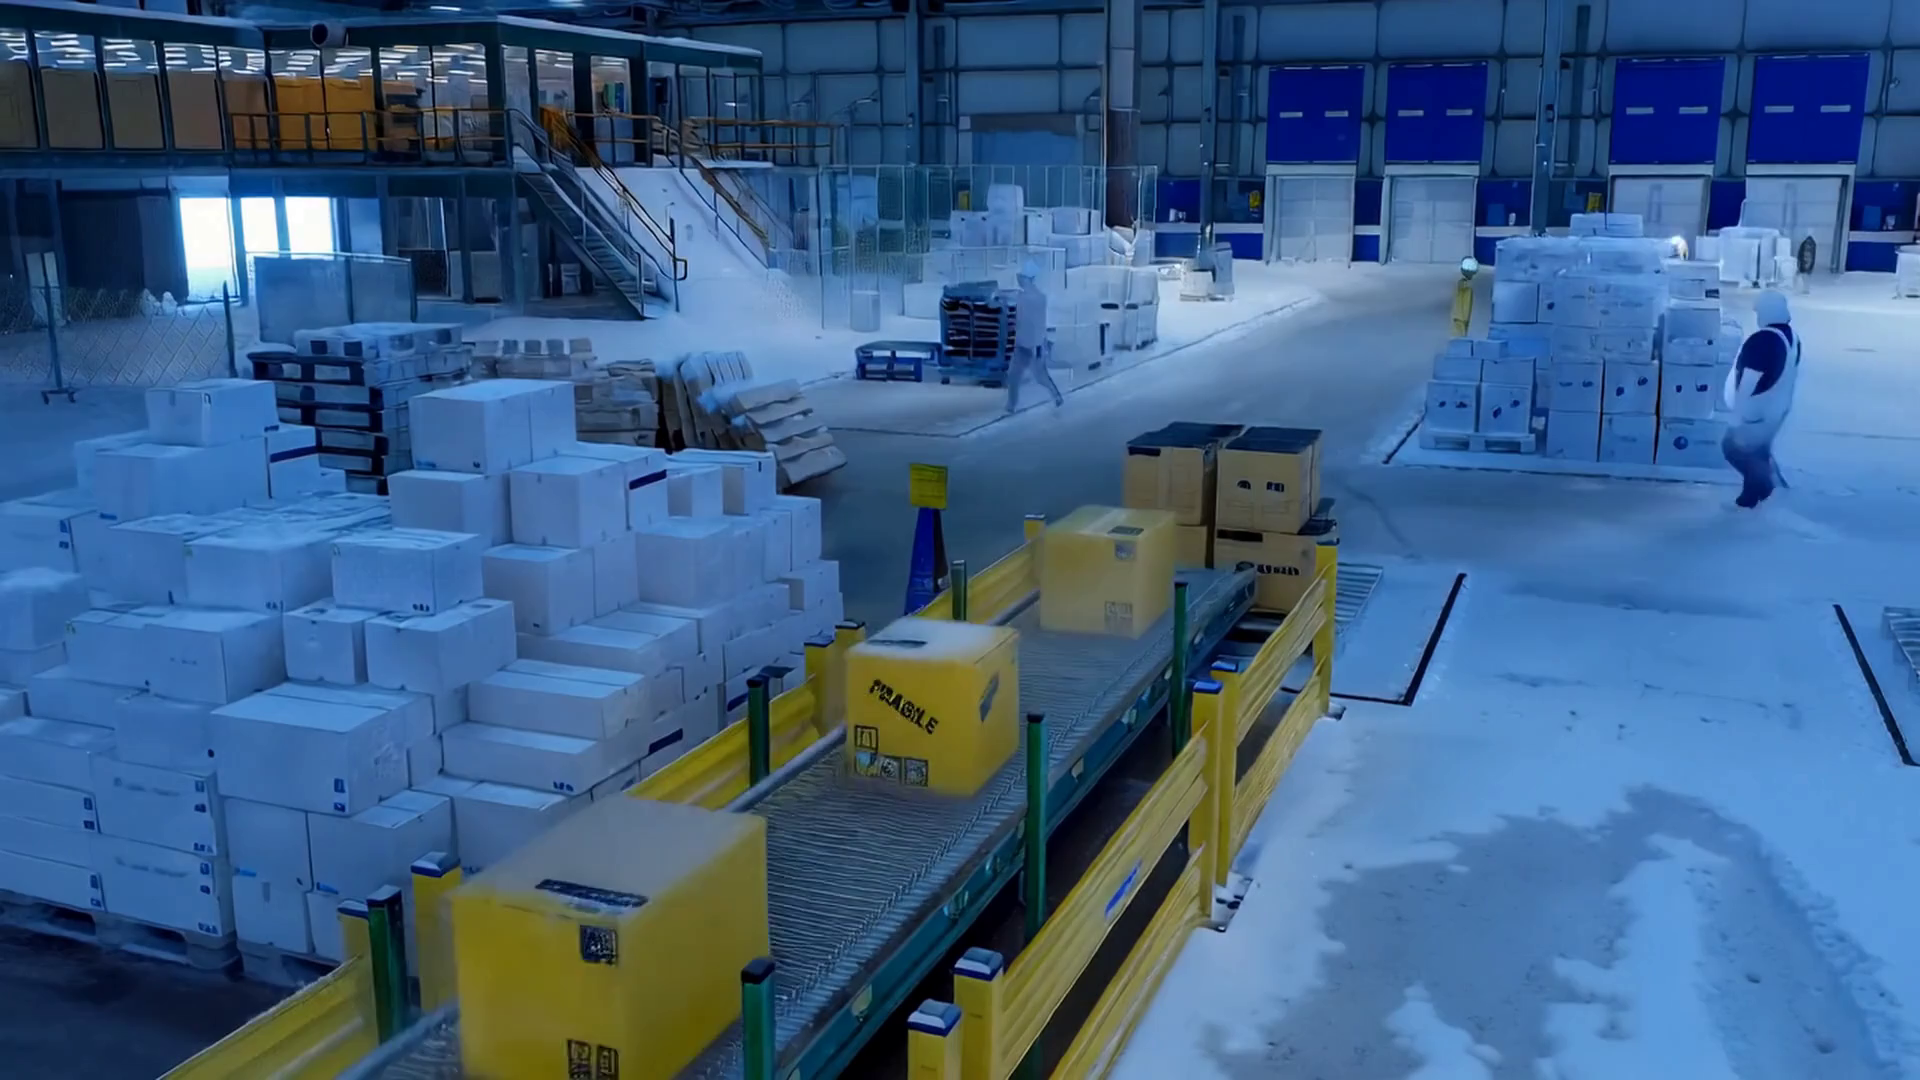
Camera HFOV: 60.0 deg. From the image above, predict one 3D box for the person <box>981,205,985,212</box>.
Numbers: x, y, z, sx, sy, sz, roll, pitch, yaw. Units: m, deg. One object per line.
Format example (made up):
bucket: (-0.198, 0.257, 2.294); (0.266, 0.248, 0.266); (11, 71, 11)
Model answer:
person: (0.714, -9.275, 50.929); (0.551, 1.933, 0.370); (-2, 13, -10)

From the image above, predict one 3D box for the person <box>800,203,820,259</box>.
person: (-5.119, -10.590, 56.755); (0.757, 1.971, 0.608); (4, 13, 18)

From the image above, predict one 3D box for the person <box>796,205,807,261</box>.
person: (-5.377, -10.174, 55.174); (0.627, 1.844, 0.429); (-7, 15, -30)

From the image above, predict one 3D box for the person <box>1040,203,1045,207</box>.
person: (2.667, -9.918, 53.781); (0.616, 1.946, 0.392); (0, 13, 0)

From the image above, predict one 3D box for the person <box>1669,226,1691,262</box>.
person: (15.773, -5.967, 36.413); (0.987, 1.791, 0.645); (6, 14, 24)

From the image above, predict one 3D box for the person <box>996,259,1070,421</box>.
person: (0.898, -2.432, 20.189); (0.910, 1.955, 0.620); (-7, 14, -28)

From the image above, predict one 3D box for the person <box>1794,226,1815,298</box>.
person: (20.019, -6.572, 39.344); (0.316, 1.695, 0.542); (2, 13, 11)

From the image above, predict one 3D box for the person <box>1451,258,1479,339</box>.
person: (7.279, -3.190, 24.035); (0.327, 1.762, 0.530); (-1, 13, -3)

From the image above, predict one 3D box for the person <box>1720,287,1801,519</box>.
person: (6.894, -1.165, 14.309); (0.700, 2.000, 0.615); (-9, 16, -36)
